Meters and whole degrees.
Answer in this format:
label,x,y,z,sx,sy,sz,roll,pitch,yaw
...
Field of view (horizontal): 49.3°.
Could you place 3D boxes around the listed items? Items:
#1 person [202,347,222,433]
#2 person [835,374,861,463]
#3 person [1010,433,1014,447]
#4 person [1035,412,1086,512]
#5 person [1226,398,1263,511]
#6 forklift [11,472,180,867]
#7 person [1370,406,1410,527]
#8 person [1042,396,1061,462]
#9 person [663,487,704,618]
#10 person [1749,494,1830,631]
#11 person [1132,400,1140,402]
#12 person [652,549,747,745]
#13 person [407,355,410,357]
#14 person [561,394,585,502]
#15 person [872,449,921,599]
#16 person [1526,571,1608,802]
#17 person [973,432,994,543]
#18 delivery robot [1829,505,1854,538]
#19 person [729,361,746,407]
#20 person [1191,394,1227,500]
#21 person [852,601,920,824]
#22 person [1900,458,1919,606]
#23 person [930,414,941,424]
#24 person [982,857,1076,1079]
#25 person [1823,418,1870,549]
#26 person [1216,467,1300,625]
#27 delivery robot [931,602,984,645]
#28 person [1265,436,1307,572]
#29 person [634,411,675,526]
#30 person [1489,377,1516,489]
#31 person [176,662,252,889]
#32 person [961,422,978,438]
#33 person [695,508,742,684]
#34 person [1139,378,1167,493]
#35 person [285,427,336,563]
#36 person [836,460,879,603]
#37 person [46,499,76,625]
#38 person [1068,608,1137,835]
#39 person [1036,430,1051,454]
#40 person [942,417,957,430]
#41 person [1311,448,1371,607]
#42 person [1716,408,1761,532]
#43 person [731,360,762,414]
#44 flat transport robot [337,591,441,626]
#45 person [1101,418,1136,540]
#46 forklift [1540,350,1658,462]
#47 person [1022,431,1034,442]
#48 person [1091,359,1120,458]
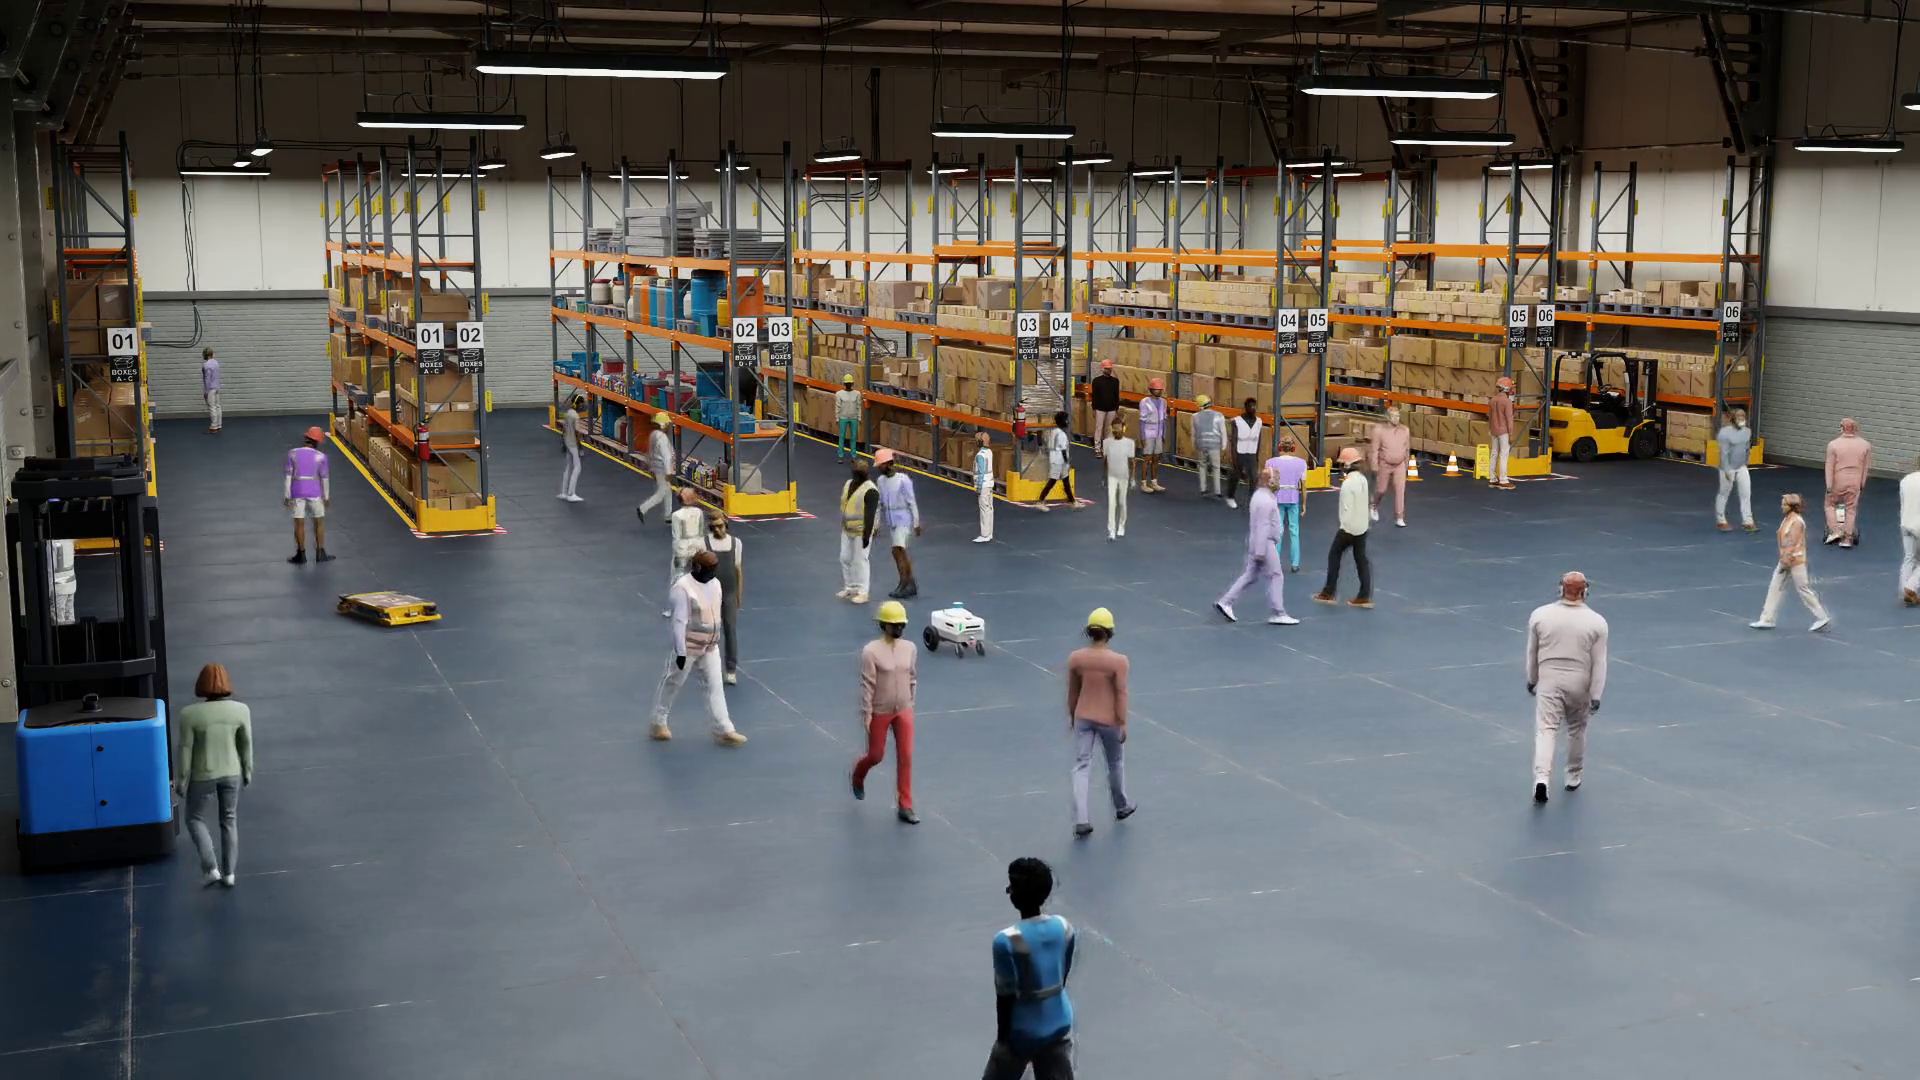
label,x,y,z,sx,sy,sz,roll,pitch,yaw
person,-16.974,-3.394,47.475,0.353,1.937,0.635,0,9,3
person,-2.199,-2.398,41.409,0.528,1.767,0.330,-2,9,-13
person,1.173,-2.712,43.037,0.592,1.909,0.658,-3,9,-21
person,1.621,-1.286,34.372,0.884,1.651,0.544,-1,9,-7
person,4.693,-1.428,34.563,0.600,1.878,0.975,-3,9,-22
forklift,-6.630,0.886,15.957,1.129,2.768,1.873,-3,9,-21
person,6.752,-1.182,32.964,0.655,1.879,0.867,-1,9,-9
person,1.820,-2.333,41.482,0.495,1.623,0.432,-4,9,-25
person,-3.196,0.161,24.878,0.806,1.606,0.527,7,11,39
person,9.684,0.254,24.281,0.856,1.601,0.524,0,9,2
person,4.123,-3.183,46.441,0.630,1.828,0.475,-3,9,-20
person,-2.419,0.959,19.005,0.996,1.784,0.672,6,10,34
person,-13.136,-3.796,50.615,0.848,1.801,0.597,-5,10,-32
person,-6.638,-1.591,35.829,0.396,1.829,0.702,-5,10,-28
person,-0.799,-0.210,26.433,0.646,1.880,0.578,-8,12,-44
person,4.959,1.188,17.175,0.652,1.873,0.941,4,9,22
person,0.349,-0.785,31.064,0.313,1.642,0.513,2,9,16
delivery robot,13.111,-0.281,31.139,0.477,0.478,0.707,3,9,22
person,-5.174,-3.559,48.839,0.594,1.860,0.845,-3,9,-18
person,4.274,-1.603,36.033,0.647,1.792,0.602,2,9,15
person,-0.586,1.328,16.625,0.531,1.748,0.716,-5,10,-31
person,11.812,-0.130,25.767,0.423,1.917,0.662,-3,9,-21
person,-0.548,-3.431,48.764,0.538,1.616,0.470,-1,9,-3
person,0.281,2.339,10.156,0.546,1.653,0.824,-8,11,-41
person,12.899,-0.826,30.533,0.646,1.892,0.449,0,9,1
person,3.506,0.062,24.691,0.924,1.874,0.656,0,9,1
delivery robot,-0.026,0.929,23.076,0.477,0.478,0.707,-5,10,-29
person,4.413,-0.487,28.401,0.570,1.843,0.373,0,9,1
person,-4.712,-1.101,32.604,0.715,1.813,0.597,-3,9,-18
person,9.691,-1.916,37.429,0.376,1.997,0.612,-4,9,-23
person,-5.262,1.667,14.773,0.544,1.623,0.393,-7,11,-38
person,0.255,-3.217,46.451,0.634,1.899,1.012,-2,9,-16
person,-2.512,0.538,21.748,0.496,1.806,0.949,-2,9,-16
person,3.431,-1.846,36.863,0.619,2.033,0.430,-6,11,-36
person,-9.074,-0.623,29.181,0.661,1.892,0.391,-2,9,-10
person,-1.268,-0.103,25.996,0.434,1.802,0.688,-7,11,-39
person,-9.250,0.508,21.428,0.388,1.948,0.605,0,9,-1
person,1.104,1.383,16.280,0.541,1.724,0.881,4,10,27
person,1.730,-2.739,42.778,0.607,2.039,0.395,0,9,0
person,-0.259,-3.384,47.643,0.594,1.868,0.545,-3,9,-16
person,4.731,-0.166,25.865,0.868,1.957,0.618,7,11,39
person,11.881,-1.049,31.938,0.642,1.903,0.883,-3,9,-20
person,-4.859,-3.469,47.775,0.710,2.000,0.938,-2,9,-10
flat transport robot,-6.869,0.806,25.147,0.652,0.197,1.431,-7,11,-41
person,2.388,-0.930,31.454,0.540,1.823,0.972,1,9,10
forklift,12.897,-2.725,42.309,2.313,2.155,1.214,-3,9,-21
person,1.383,-3.063,45.464,0.557,1.876,0.991,-1,9,-8
person,2.953,-2.661,42.395,0.613,1.997,0.374,-3,9,-20
